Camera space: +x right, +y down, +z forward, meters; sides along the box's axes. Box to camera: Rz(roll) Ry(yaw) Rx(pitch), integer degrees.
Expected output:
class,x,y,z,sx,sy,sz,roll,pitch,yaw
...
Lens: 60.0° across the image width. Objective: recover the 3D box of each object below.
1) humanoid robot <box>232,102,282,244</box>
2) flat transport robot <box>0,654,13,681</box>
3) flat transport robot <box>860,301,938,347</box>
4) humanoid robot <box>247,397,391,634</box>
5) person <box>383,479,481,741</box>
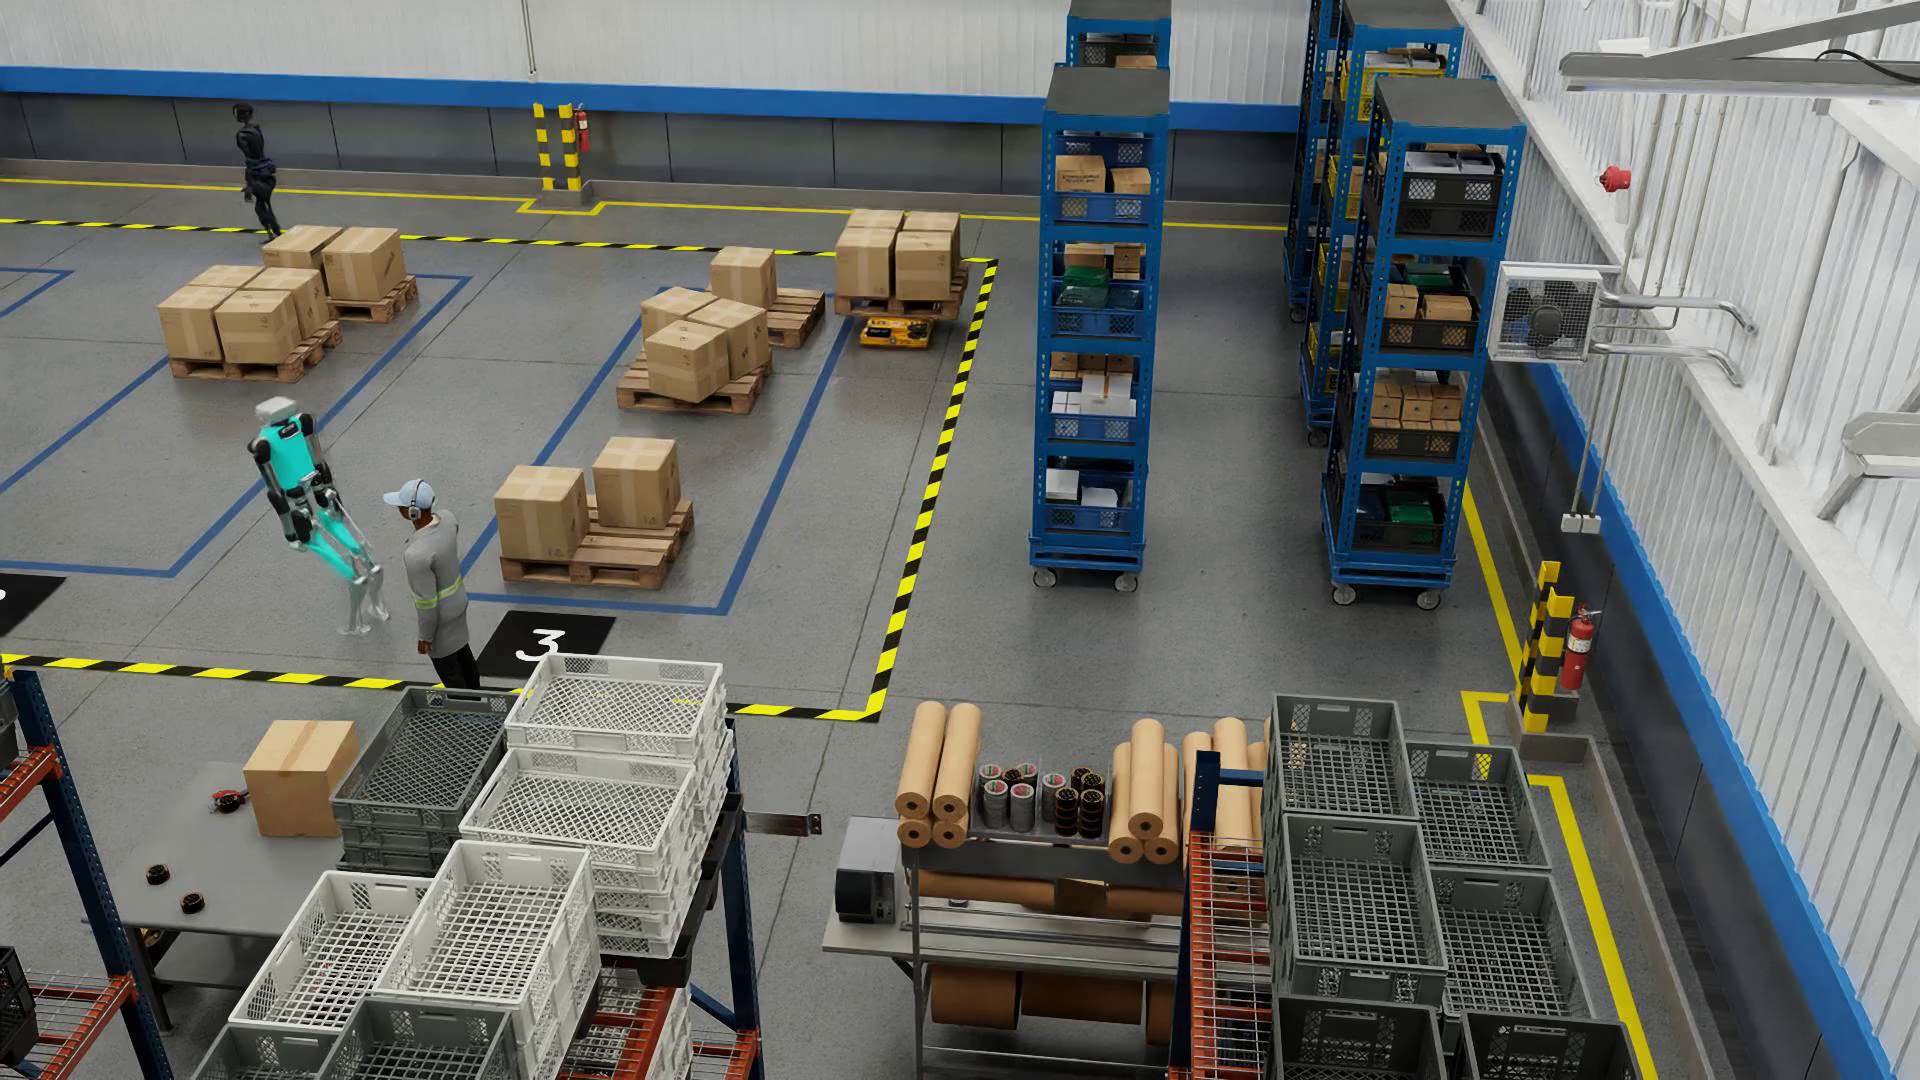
class,x,y,z,sx,sy,sz,roll,pitch,yaw
humanoid robot,-7.590,-3.904,17.981,0.455,1.650,0.602,-2,30,-4
flat transport robot,-7.142,0.969,11.010,1.431,0.231,0.659,3,30,6
flat transport robot,-0.567,-2.312,16.617,0.652,0.197,1.431,3,30,6
humanoid robot,-4.302,-0.120,11.418,0.790,1.754,0.566,11,32,18
person,-3.252,0.442,10.340,0.375,1.852,0.588,1,30,2
